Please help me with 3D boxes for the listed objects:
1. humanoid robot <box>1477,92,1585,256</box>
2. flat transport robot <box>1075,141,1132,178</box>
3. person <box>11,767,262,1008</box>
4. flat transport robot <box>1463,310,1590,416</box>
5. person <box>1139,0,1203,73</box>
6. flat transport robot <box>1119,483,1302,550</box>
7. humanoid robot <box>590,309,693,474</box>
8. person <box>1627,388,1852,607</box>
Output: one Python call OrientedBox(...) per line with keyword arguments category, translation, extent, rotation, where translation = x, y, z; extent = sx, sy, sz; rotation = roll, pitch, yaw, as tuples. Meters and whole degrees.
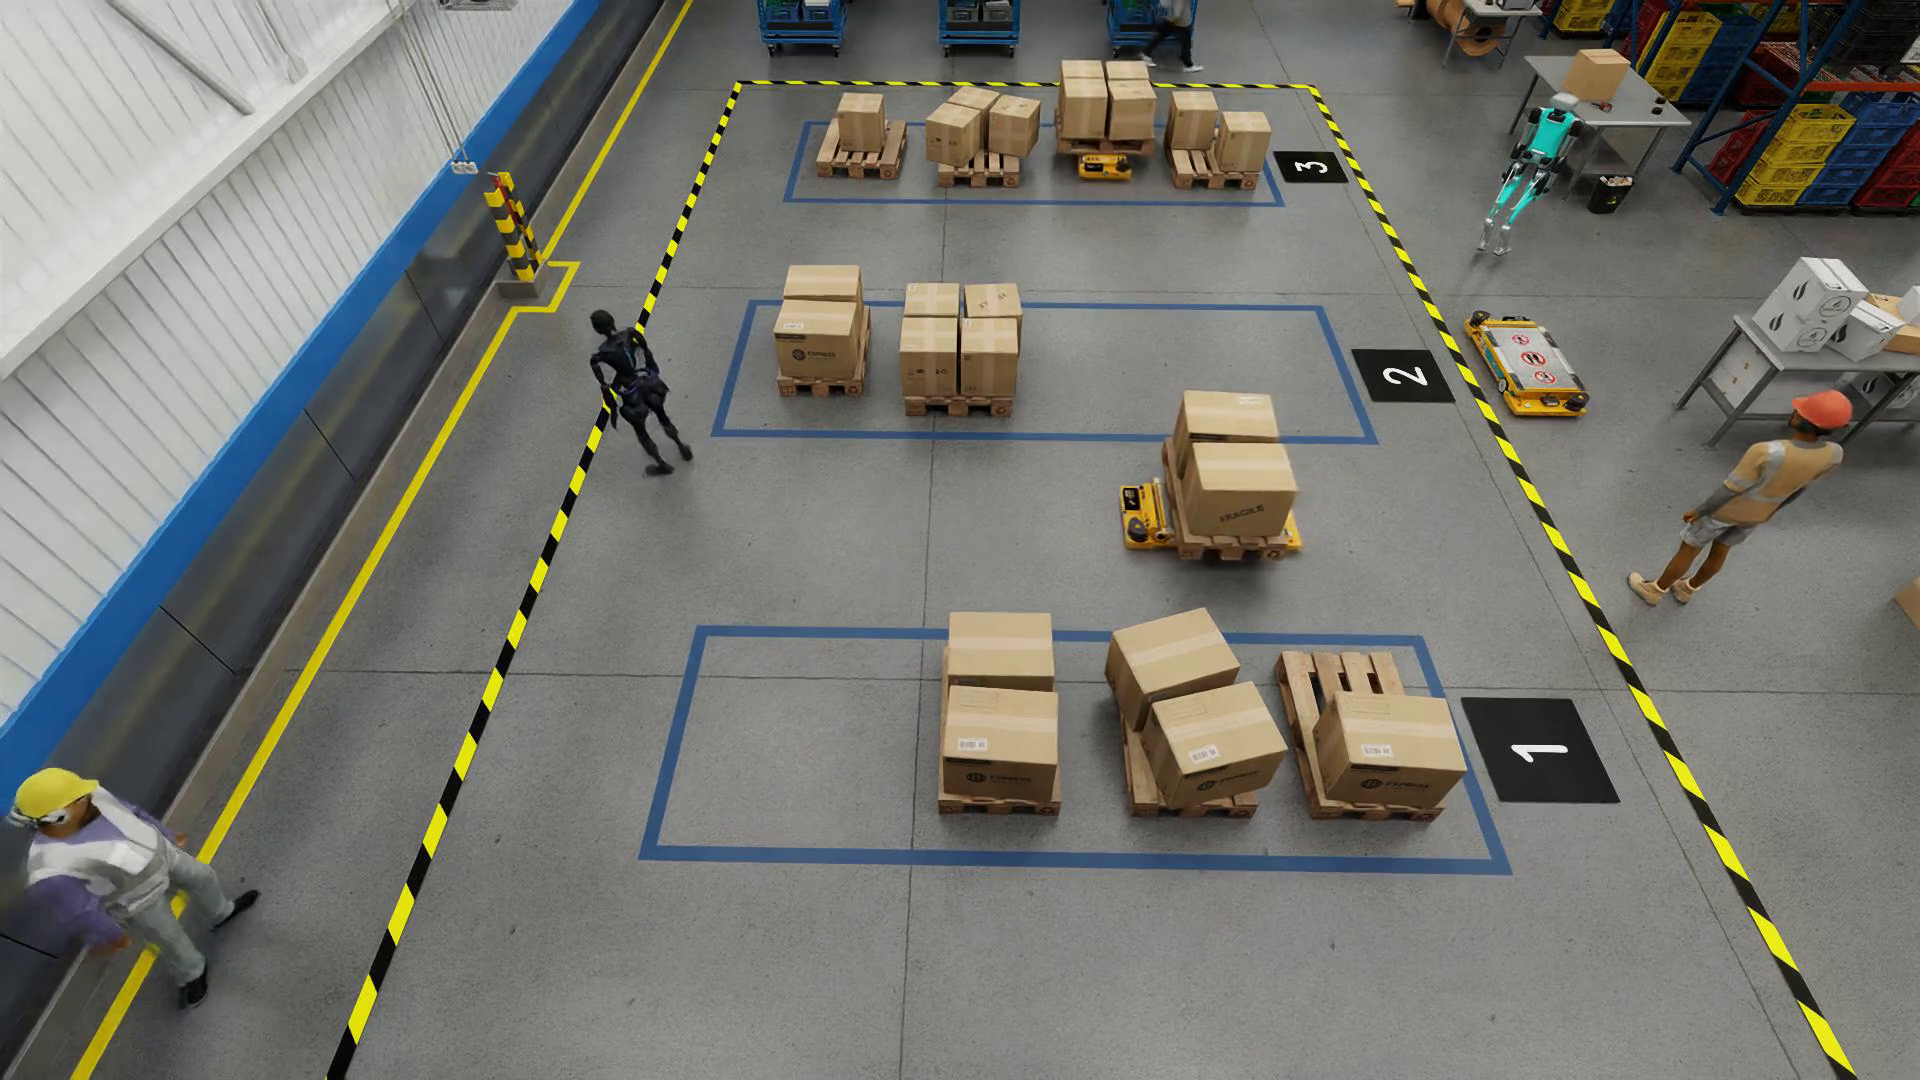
OrientedBox(category="humanoid robot", translation=(5.987, -3.823, 9.782), extent=(0.735, 1.677, 0.533), rotation=(-36, 58, -27))
OrientedBox(category="flat transport robot", translation=(1.850, -5.188, 12.005), extent=(0.652, 0.197, 1.431), rotation=(1, 49, 1))
OrientedBox(category="person", translation=(-4.419, 1.875, 4.916), extent=(0.413, 1.792, 0.758), rotation=(-8, 50, -7))
OrientedBox(category="flat transport robot", translation=(5.573, -1.757, 9.054), extent=(0.659, 0.231, 1.431), rotation=(1, 49, 1))
OrientedBox(category="person", translation=(3.149, -7.701, 13.189), extent=(0.952, 1.801, 0.632), rotation=(5, 49, 4))
OrientedBox(category="flat transport robot", translation=(2.097, -0.228, 7.712), extent=(1.431, 0.197, 0.652), rotation=(1, 49, 1))
OrientedBox(category="humanoid robot", translation=(-2.663, -1.203, 7.644), extent=(0.412, 1.642, 0.587), rotation=(27, 54, 22))
OrientedBox(category="person", translation=(5.577, -0.253, 6.580), extent=(0.614, 2.041, 0.376), rotation=(-1, 49, -1))
